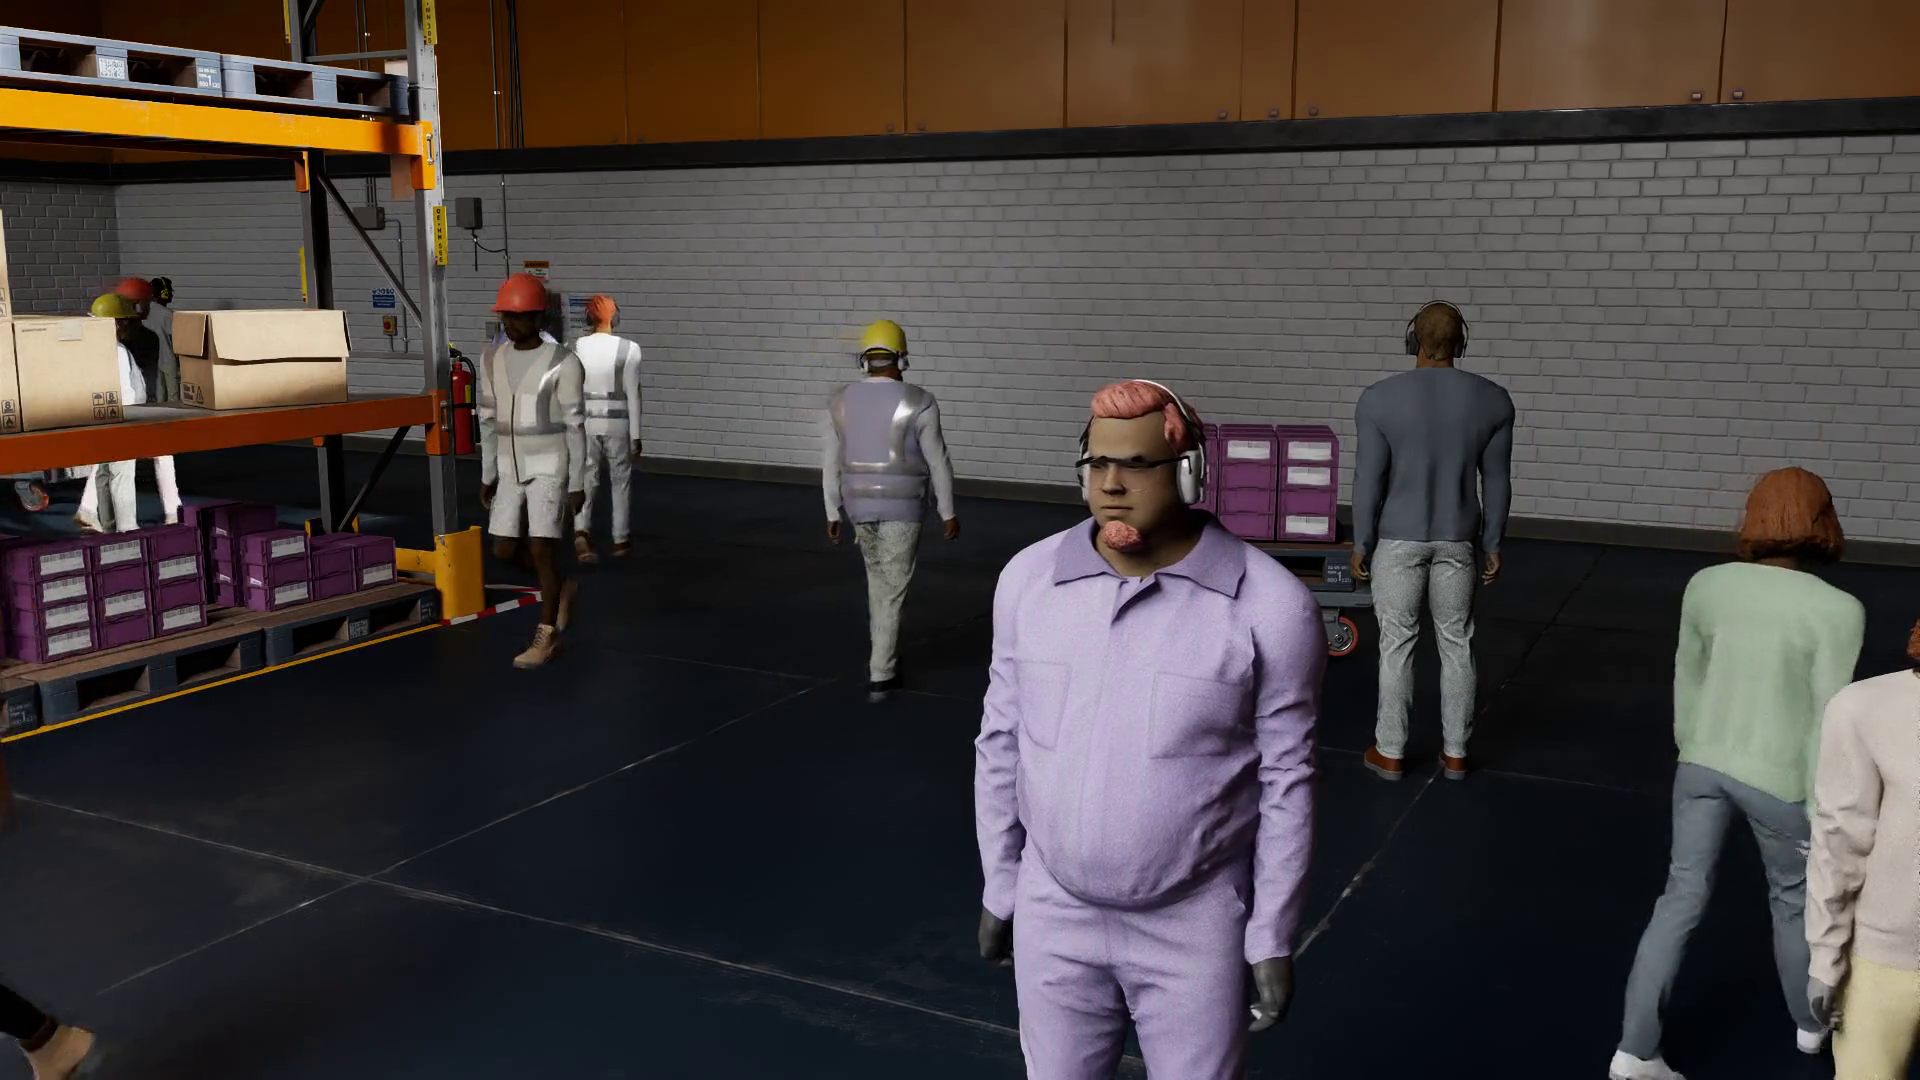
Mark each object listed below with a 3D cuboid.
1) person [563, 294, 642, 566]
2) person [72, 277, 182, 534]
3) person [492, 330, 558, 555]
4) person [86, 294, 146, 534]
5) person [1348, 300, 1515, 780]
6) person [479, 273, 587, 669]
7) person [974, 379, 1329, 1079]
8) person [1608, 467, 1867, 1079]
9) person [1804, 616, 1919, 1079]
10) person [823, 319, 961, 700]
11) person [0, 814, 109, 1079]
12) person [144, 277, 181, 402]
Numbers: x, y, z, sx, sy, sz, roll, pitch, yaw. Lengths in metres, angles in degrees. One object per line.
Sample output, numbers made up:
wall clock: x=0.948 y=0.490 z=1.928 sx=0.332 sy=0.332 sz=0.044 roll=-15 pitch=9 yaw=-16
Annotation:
person: x=-2.476 y=-0.758 z=11.427 sx=0.586 sy=1.856 sz=0.859 roll=0 pitch=10 yaw=3
person: x=-6.385 y=-1.024 z=12.710 sx=0.617 sy=1.950 sz=1.025 roll=3 pitch=10 yaw=16
person: x=-3.052 y=-0.838 z=11.617 sx=0.543 sy=1.940 sz=0.361 roll=4 pitch=11 yaw=22
person: x=-6.080 y=-0.851 z=11.999 sx=0.591 sy=1.834 sz=0.404 roll=9 pitch=13 yaw=42
person: x=1.883 y=0.011 z=6.702 sx=0.638 sy=1.938 sz=0.356 roll=0 pitch=10 yaw=1
person: x=-2.187 y=-0.366 z=8.645 sx=0.630 sy=2.025 sz=0.582 roll=4 pitch=11 yaw=23
person: x=0.311 y=0.665 z=3.016 sx=0.641 sy=1.908 sz=0.407 roll=4 pitch=11 yaw=24
person: x=2.017 y=0.613 z=4.225 sx=0.878 sy=1.585 sz=0.532 roll=-7 pitch=12 yaw=-33
person: x=1.818 y=0.796 z=3.069 sx=0.496 sy=1.628 sz=0.287 roll=3 pitch=10 yaw=17
person: x=-0.306 y=-0.161 z=8.089 sx=0.606 sy=1.803 sz=0.724 roll=5 pitch=11 yaw=28
person: x=-2.251 y=0.660 z=3.686 sx=0.448 sy=1.685 sz=0.543 roll=-6 pitch=12 yaw=-33
person: x=-8.424 y=-1.851 z=17.687 sx=0.511 sy=1.872 sz=0.328 roll=5 pitch=11 yaw=28
